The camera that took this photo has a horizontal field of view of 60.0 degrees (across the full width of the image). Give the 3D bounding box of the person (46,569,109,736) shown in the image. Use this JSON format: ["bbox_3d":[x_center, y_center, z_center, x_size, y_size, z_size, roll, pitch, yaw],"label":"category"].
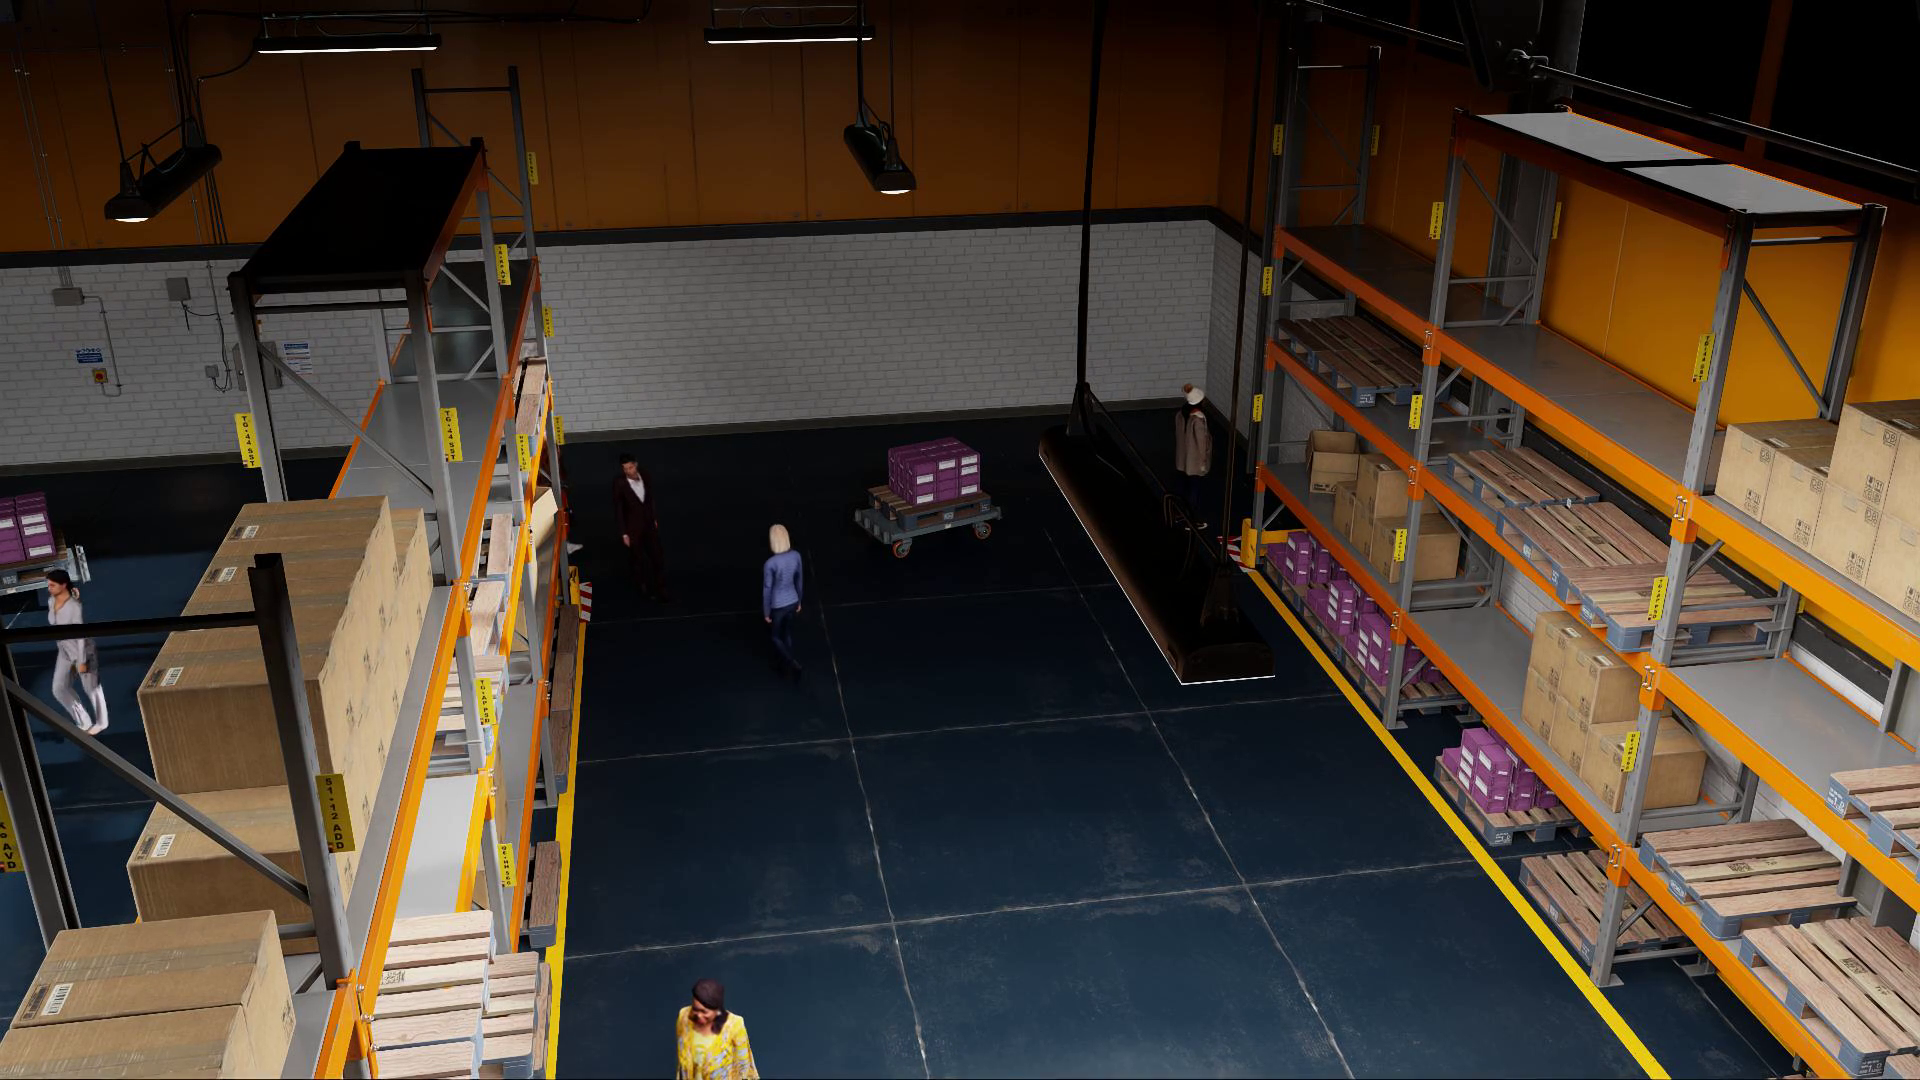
[{"bbox_3d":[-8.466,1.060,16.067,0.762,1.761,0.809,9,25,20],"label":"person"}]

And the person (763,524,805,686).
[{"bbox_3d":[-1.773,0.676,16.983,0.927,1.731,1.042,-21,31,-39],"label":"person"}]

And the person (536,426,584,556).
[{"bbox_3d":[-4.912,-0.562,19.713,1.137,1.813,1.165,-21,31,-39],"label":"person"}]

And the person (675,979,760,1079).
[{"bbox_3d":[-1.559,3.484,10.650,0.823,1.657,0.864,4,24,9],"label":"person"}]

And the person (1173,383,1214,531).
[{"bbox_3d":[2.873,-1.063,20.761,0.839,1.890,0.718,-13,27,-27],"label":"person"}]

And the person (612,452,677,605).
[{"bbox_3d":[-3.672,-0.174,18.803,0.933,1.829,1.048,-18,29,-35],"label":"person"}]
